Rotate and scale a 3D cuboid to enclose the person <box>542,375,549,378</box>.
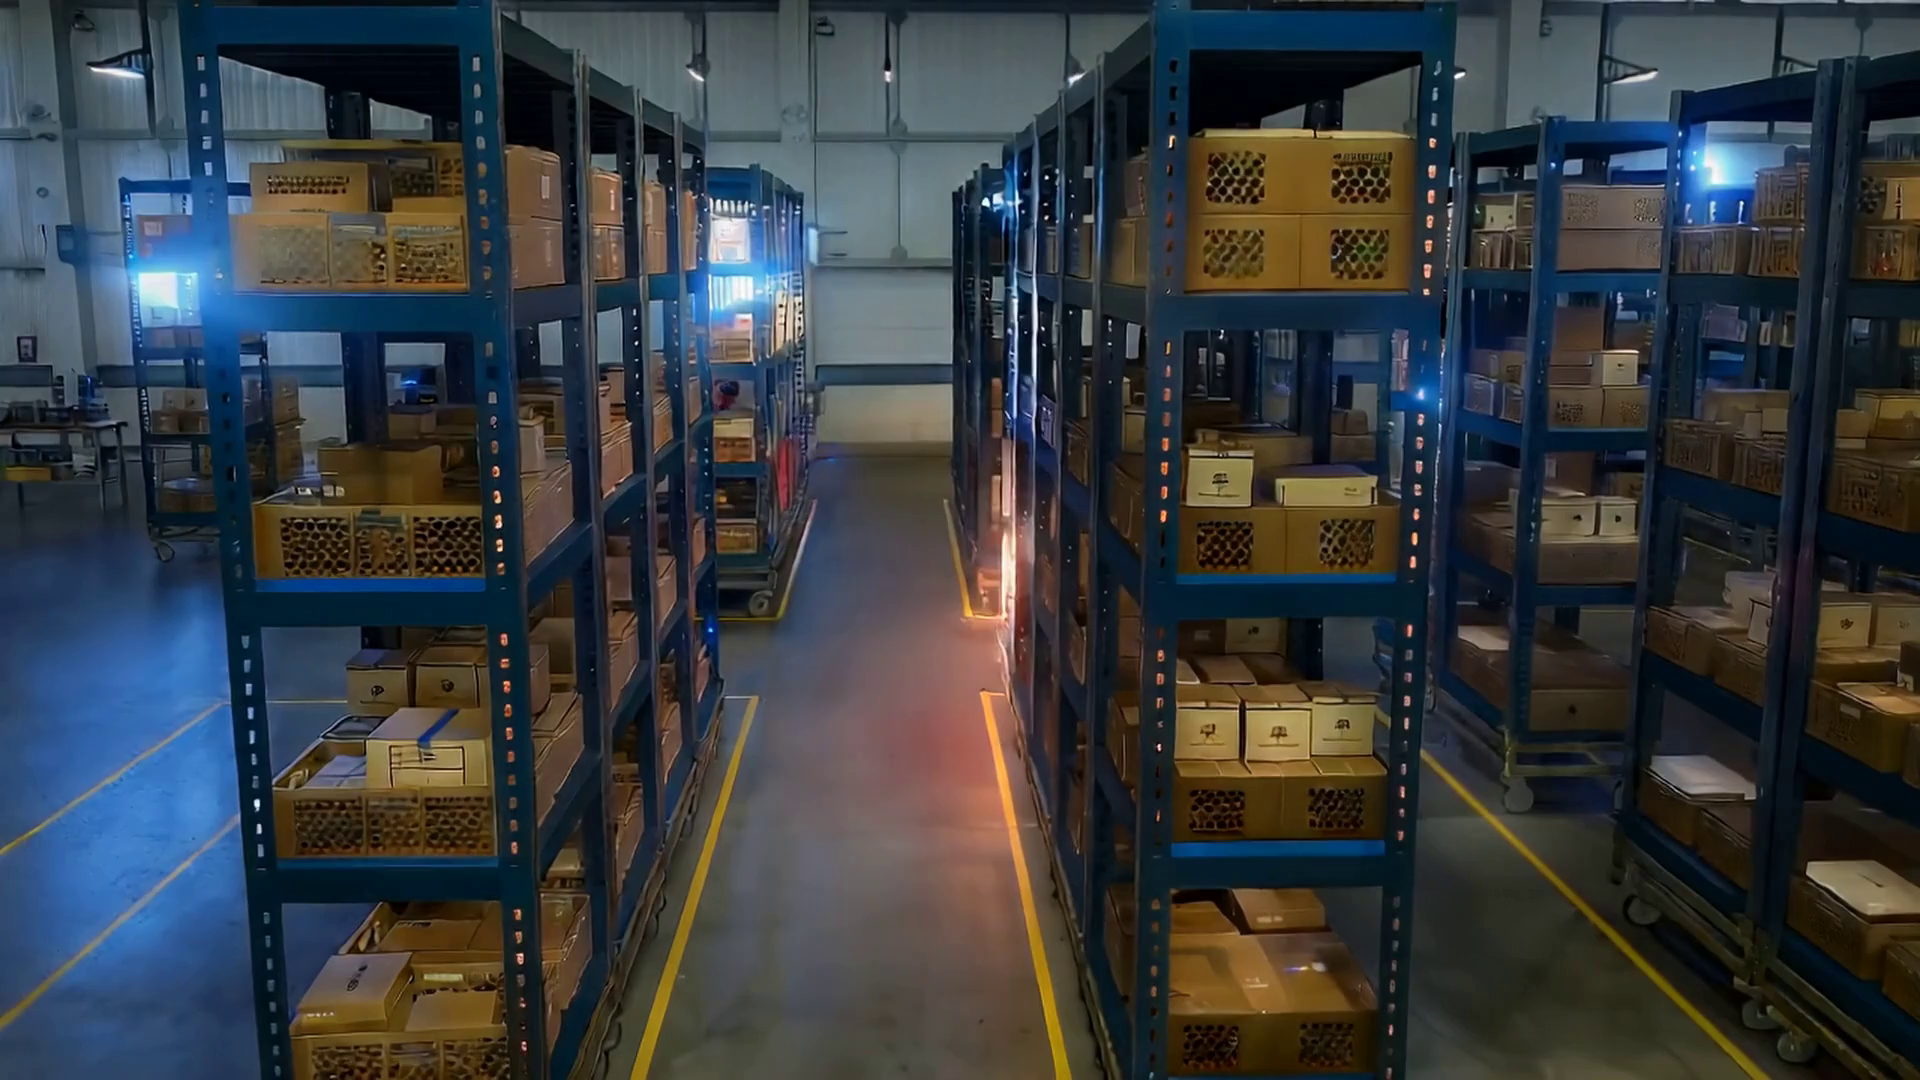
[{"bbox_3d":[-3.071,-0.206,12.346,0.385,2.045,0.605,-3,10,-15],"label":"person"}]
